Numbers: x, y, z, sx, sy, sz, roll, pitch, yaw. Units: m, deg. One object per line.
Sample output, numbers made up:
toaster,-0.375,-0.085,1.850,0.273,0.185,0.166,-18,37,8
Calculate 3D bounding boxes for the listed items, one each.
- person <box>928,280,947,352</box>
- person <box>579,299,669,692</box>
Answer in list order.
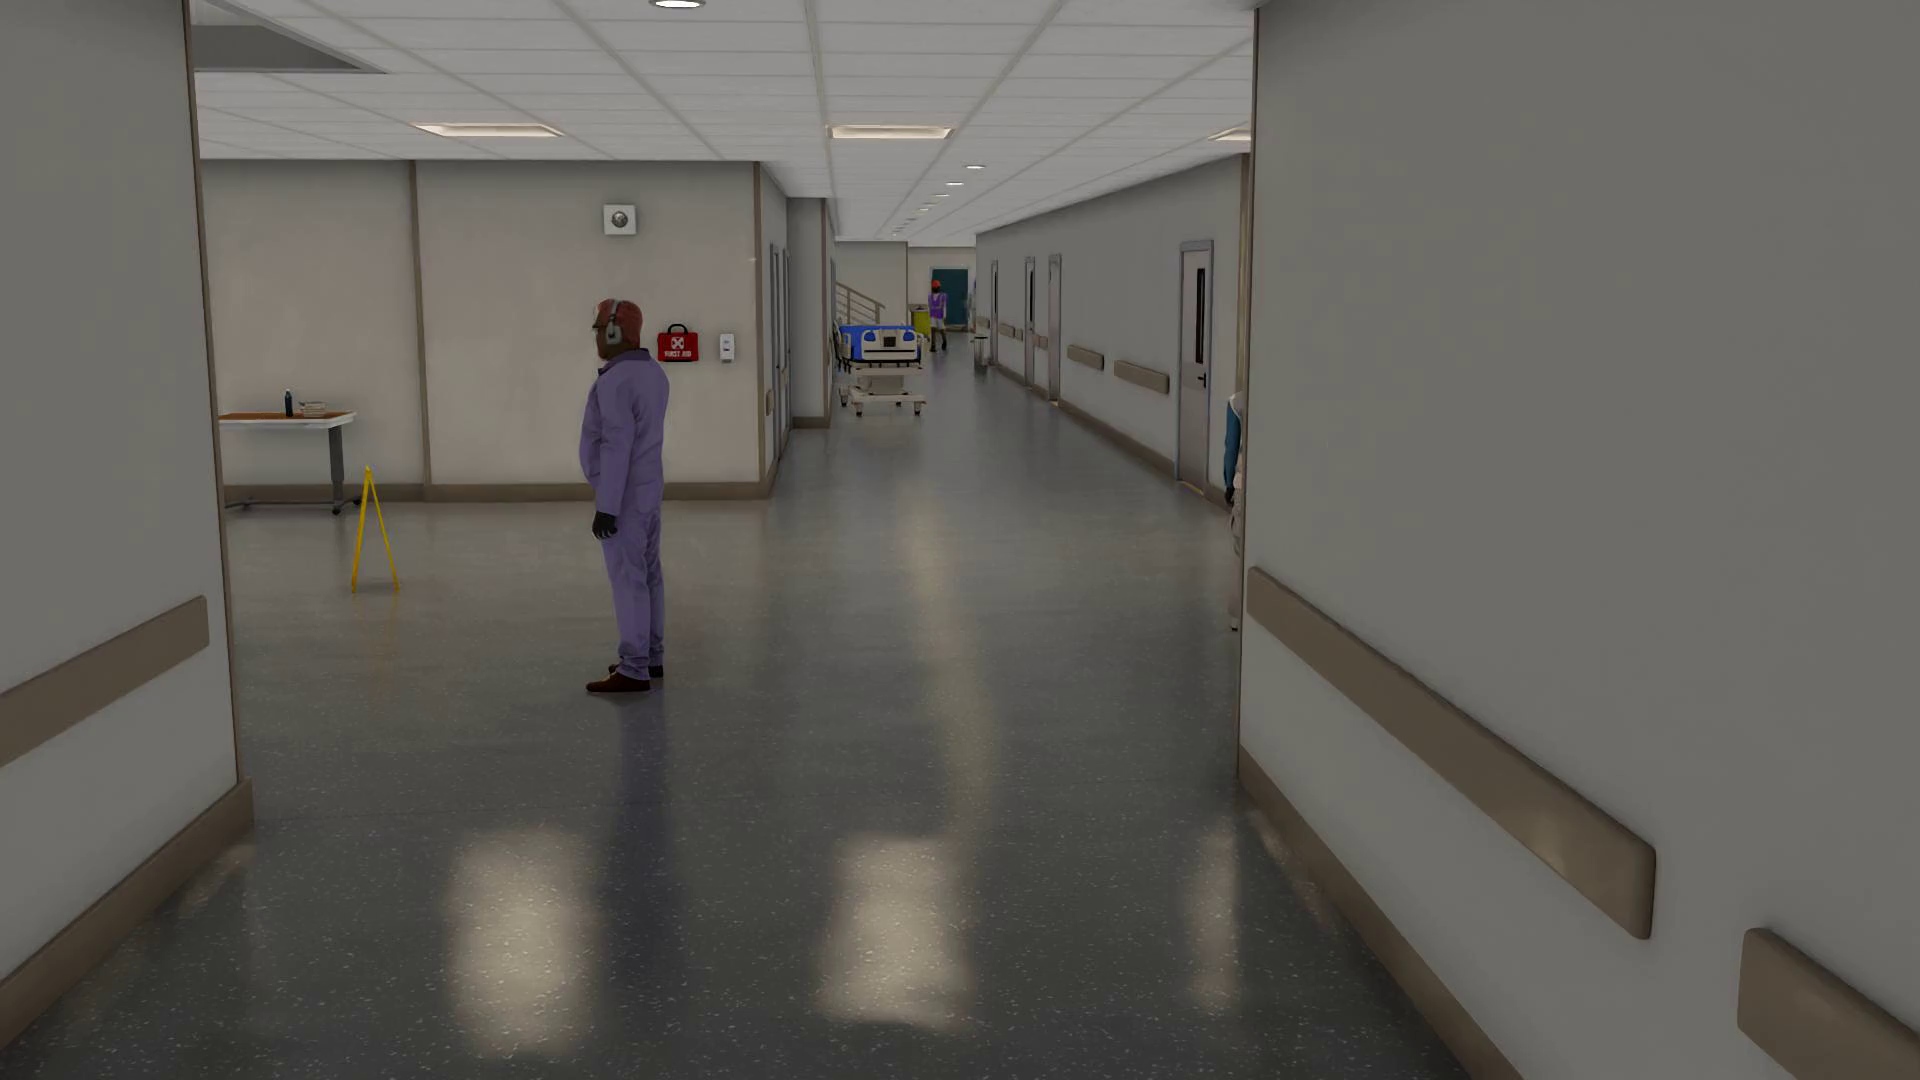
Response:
person,-0.579,-5.955,44.164,0.541,1.909,0.822,3,10,19
person,-1.647,-0.215,8.126,0.410,1.909,0.642,1,9,6
